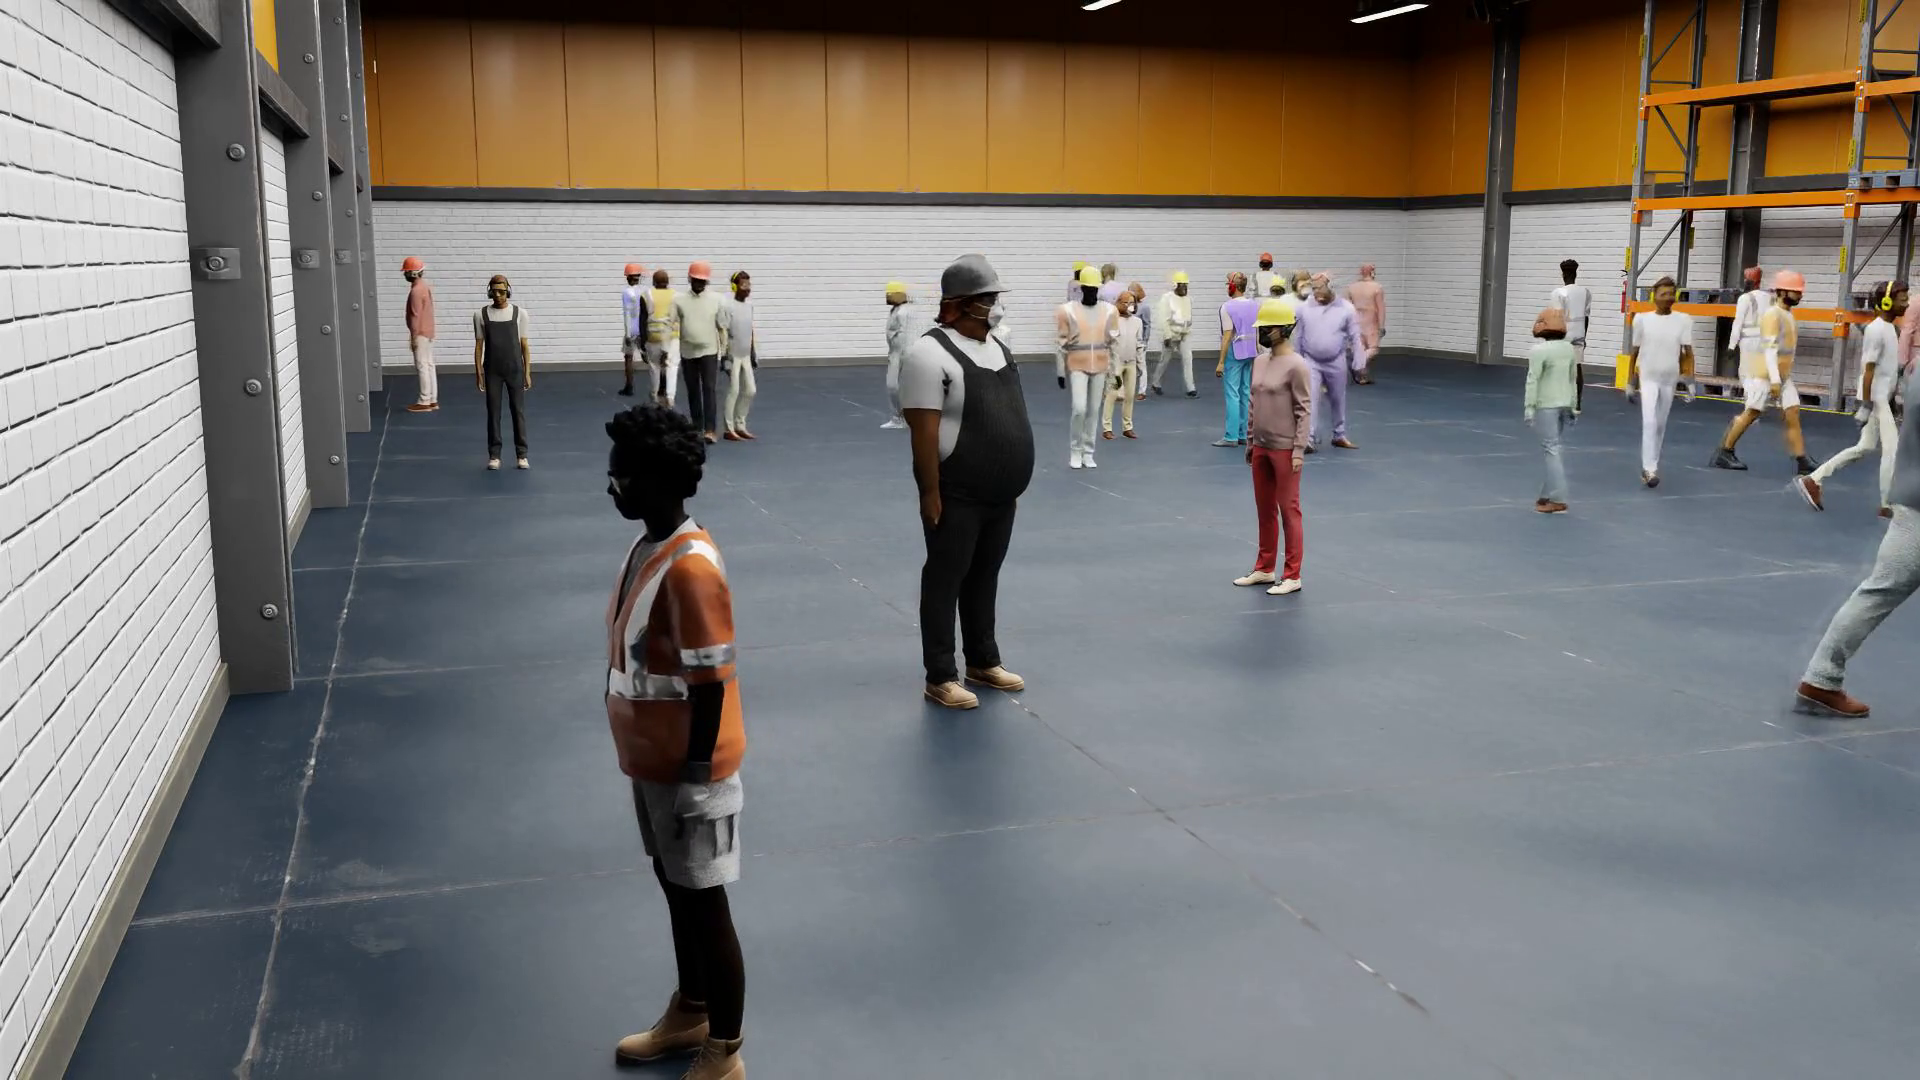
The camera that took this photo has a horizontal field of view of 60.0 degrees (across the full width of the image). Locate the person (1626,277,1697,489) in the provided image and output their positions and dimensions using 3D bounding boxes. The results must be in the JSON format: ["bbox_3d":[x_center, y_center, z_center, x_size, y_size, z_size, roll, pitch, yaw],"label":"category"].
[{"bbox_3d":[6.100,-1.353,14.432,0.536,1.819,0.971,2,10,12],"label":"person"}]

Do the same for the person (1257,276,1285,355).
[{"bbox_3d":[4.197,-2.624,22.064,0.521,1.734,0.820,4,10,20],"label":"person"}]

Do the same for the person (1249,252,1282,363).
[{"bbox_3d":[5.630,-4.269,30.681,0.607,2.047,0.366,3,10,15],"label":"person"}]

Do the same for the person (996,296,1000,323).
[{"bbox_3d":[0.245,-2.098,18.429,0.543,1.938,0.356,-8,12,-37],"label":"person"}]

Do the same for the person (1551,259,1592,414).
[{"bbox_3d":[7.698,-2.568,21.069,0.608,1.963,0.370,-4,11,-23],"label":"person"}]

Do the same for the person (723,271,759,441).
[{"bbox_3d":[-2.403,-1.991,18.118,0.419,1.845,0.527,6,11,30],"label":"person"}]

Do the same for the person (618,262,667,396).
[{"bbox_3d":[-4.540,-2.985,23.663,0.829,1.914,0.553,7,12,36],"label":"person"}]

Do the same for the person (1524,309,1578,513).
[{"bbox_3d":[4.711,-1.021,13.206,0.550,1.600,0.500,-6,11,-31],"label":"person"}]

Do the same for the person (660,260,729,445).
[{"bbox_3d":[-2.834,-1.993,17.770,0.673,1.956,0.848,0,10,2],"label":"person"}]

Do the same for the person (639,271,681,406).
[{"bbox_3d":[-4.027,-2.733,22.510,0.657,1.792,0.940,-3,10,-18],"label":"person"}]

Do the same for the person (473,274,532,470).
[{"bbox_3d":[-4.311,-1.575,15.693,0.507,1.841,0.334,-2,10,-13],"label":"person"}]

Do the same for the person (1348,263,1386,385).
[{"bbox_3d":[6.224,-3.307,25.577,0.645,1.884,0.656,-6,12,-33],"label":"person"}]

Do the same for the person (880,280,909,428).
[{"bbox_3d":[-0.717,-2.148,19.319,0.407,1.728,0.497,-3,10,-15],"label":"person"}]

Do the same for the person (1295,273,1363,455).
[{"bbox_3d":[3.782,-1.814,17.099,0.703,1.843,0.942,2,10,13],"label":"person"}]

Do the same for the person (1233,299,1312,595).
[{"bbox_3d":[1.883,-0.556,9.996,0.317,1.767,0.534,-5,11,-26],"label":"person"}]

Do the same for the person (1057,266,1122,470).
[{"bbox_3d":[1.230,-1.615,15.706,0.588,1.907,0.583,-2,10,-12],"label":"person"}]

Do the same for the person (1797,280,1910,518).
[{"bbox_3d":[7.026,-1.092,12.878,0.833,1.848,0.518,6,11,30],"label":"person"}]

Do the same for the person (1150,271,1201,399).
[{"bbox_3d":[3.039,-2.913,23.578,0.602,1.797,0.917,-5,11,-28],"label":"person"}]

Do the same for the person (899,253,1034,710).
[{"bbox_3d":[0.077,-0.271,7.554,0.538,2.000,0.688,7,12,35],"label":"person"}]

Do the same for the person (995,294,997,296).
[{"bbox_3d":[0.202,-3.116,24.243,0.682,1.960,1.033,2,10,11],"label":"person"}]

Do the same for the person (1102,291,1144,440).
[{"bbox_3d":[1.790,-1.909,18.248,0.506,1.627,0.284,-5,11,-26],"label":"person"}]

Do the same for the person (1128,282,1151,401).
[{"bbox_3d":[2.429,-2.744,23.044,0.284,1.633,0.501,-8,13,-38],"label":"person"}]

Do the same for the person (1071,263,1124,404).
[{"bbox_3d":[1.912,-2.784,22.537,0.885,1.893,0.668,4,11,23],"label":"person"}]

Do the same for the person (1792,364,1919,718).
[{"bbox_3d":[4.191,-0.122,7.156,1.037,1.895,0.628,5,11,26],"label":"person"}]

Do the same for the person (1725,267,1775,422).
[{"bbox_3d":[9.550,-2.357,20.132,0.571,1.866,0.442,-6,11,-31],"label":"person"}]

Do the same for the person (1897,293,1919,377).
[{"bbox_3d":[10.023,-1.835,17.022,0.659,1.882,0.785,-3,10,-15],"label":"person"}]

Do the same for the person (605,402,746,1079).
[{"bbox_3d":[-0.682,0.520,3.966,0.317,1.696,0.540,-4,11,-22],"label":"person"}]

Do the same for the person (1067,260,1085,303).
[{"bbox_3d":[2.185,-4.113,30.161,0.528,1.912,0.614,-9,13,-43],"label":"person"}]

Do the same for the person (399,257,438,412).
[{"bbox_3d":[-6.984,-2.648,21.475,0.402,1.987,0.637,-1,10,-3],"label":"person"}]

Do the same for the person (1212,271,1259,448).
[{"bbox_3d":[2.917,-1.892,17.499,0.390,1.846,0.565,9,13,43],"label":"person"}]

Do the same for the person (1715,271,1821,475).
[{"bbox_3d":[7.551,-1.543,15.400,0.562,1.884,1.033,-8,13,-40],"label":"person"}]

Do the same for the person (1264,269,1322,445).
[{"bbox_3d":[3.617,-1.992,18.041,0.680,1.881,1.063,-5,11,-29],"label":"person"}]

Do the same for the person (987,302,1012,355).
[{"bbox_3d":[0.254,-1.607,16.586,0.538,1.598,0.810,-3,10,-15],"label":"person"}]

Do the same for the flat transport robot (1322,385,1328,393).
[{"bbox_3d":[5.214,-2.335,24.620,0.652,0.197,1.431,4,11,22],"label":"flat transport robot"}]
